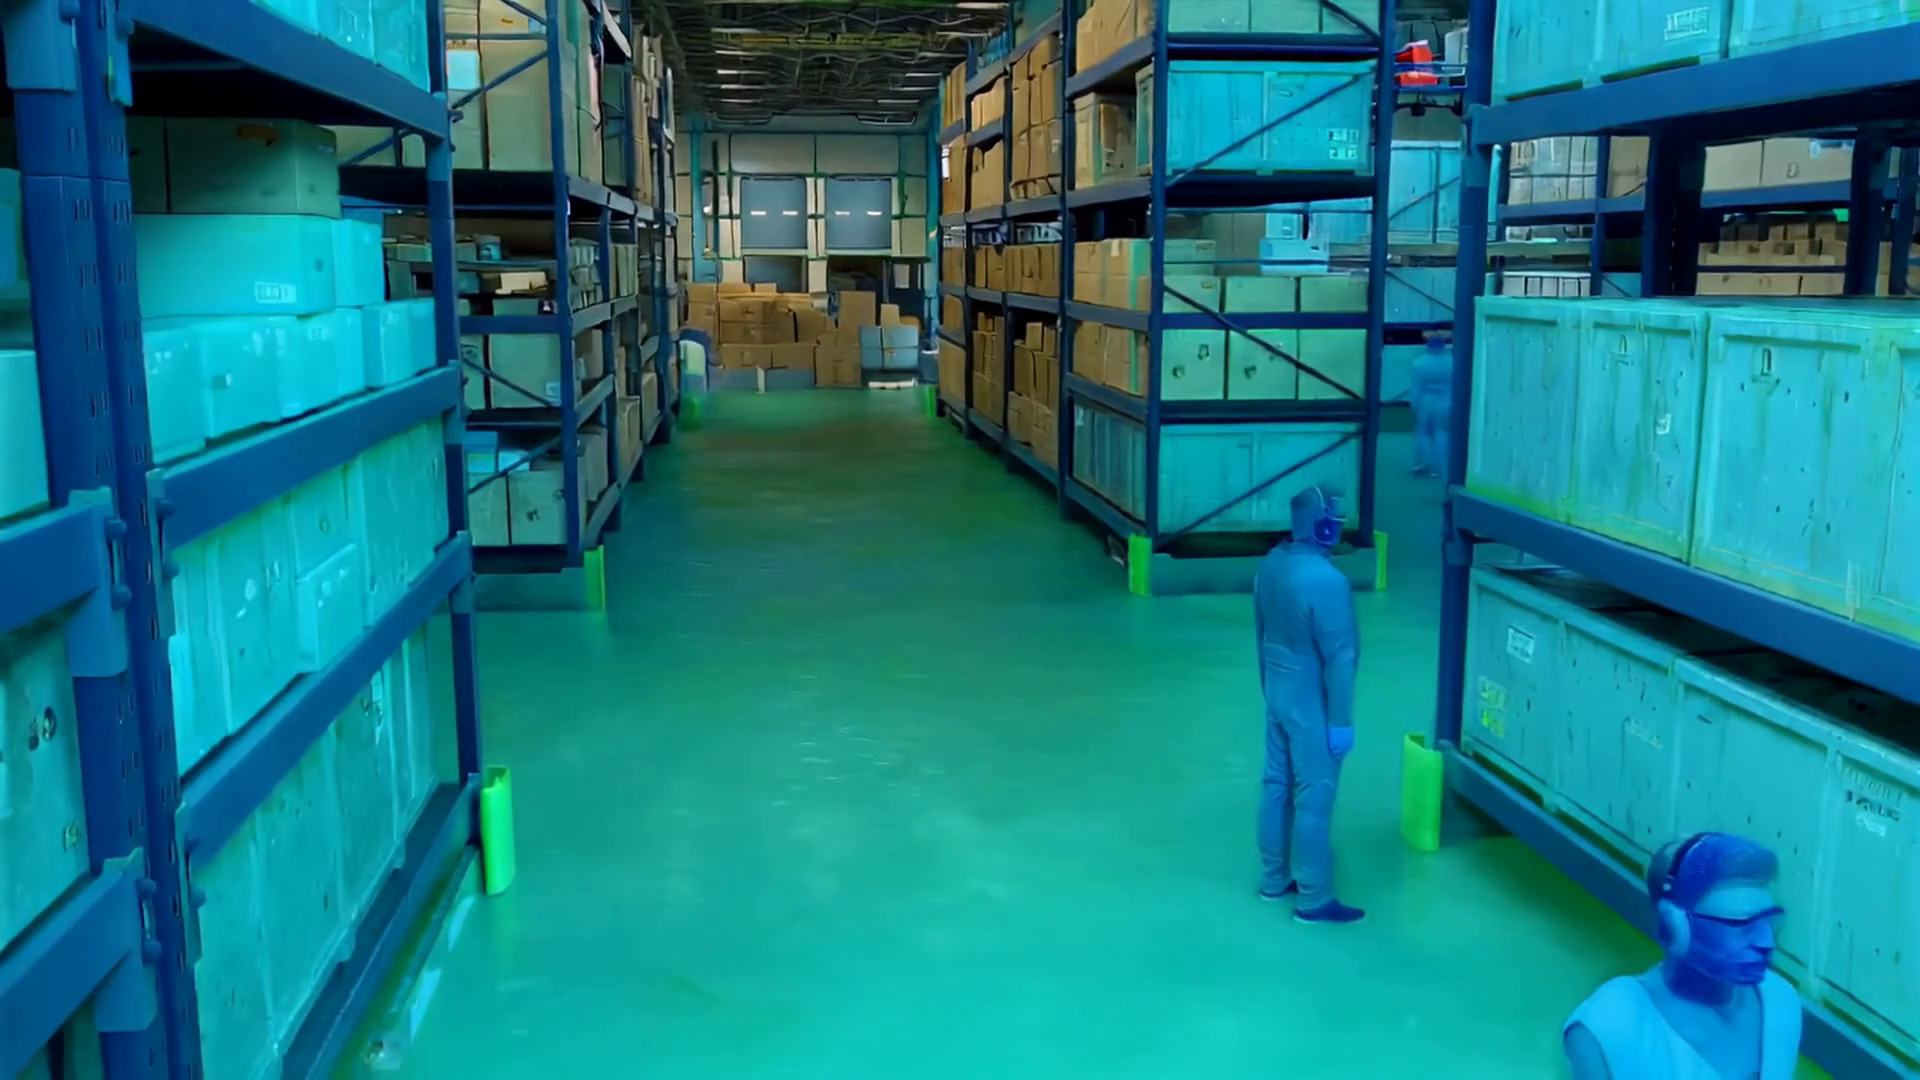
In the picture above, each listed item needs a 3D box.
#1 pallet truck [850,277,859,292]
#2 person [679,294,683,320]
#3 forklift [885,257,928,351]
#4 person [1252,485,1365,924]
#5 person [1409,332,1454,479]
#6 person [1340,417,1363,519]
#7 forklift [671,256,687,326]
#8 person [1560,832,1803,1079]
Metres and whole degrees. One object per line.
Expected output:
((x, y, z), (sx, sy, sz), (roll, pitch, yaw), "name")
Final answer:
((-3.782, -9.391, 65.808), (1.885, 1.965, 0.823), (2, 10, 10), "pallet truck")
((-9.808, -7.835, 56.993), (0.633, 1.918, 0.779), (-6, 12, -33), "person")
((-1.713, -6.905, 48.766), (1.129, 2.768, 1.873), (5, 11, 26), "forklift")
((1.538, 0.709, 7.270), (0.407, 1.910, 0.638), (-4, 10, -20), "person")
((6.142, -1.754, 21.649), (0.673, 1.883, 0.703), (0, 10, 2), "person")
((4.192, -1.063, 18.215), (0.319, 1.690, 0.530), (-8, 13, -40), "person")
((-10.432, -8.868, 60.195), (1.873, 2.768, 1.129), (9, 13, 43), "forklift")
((1.355, 1.438, 3.190), (0.565, 1.850, 0.390), (-6, 11, -30), "person")
